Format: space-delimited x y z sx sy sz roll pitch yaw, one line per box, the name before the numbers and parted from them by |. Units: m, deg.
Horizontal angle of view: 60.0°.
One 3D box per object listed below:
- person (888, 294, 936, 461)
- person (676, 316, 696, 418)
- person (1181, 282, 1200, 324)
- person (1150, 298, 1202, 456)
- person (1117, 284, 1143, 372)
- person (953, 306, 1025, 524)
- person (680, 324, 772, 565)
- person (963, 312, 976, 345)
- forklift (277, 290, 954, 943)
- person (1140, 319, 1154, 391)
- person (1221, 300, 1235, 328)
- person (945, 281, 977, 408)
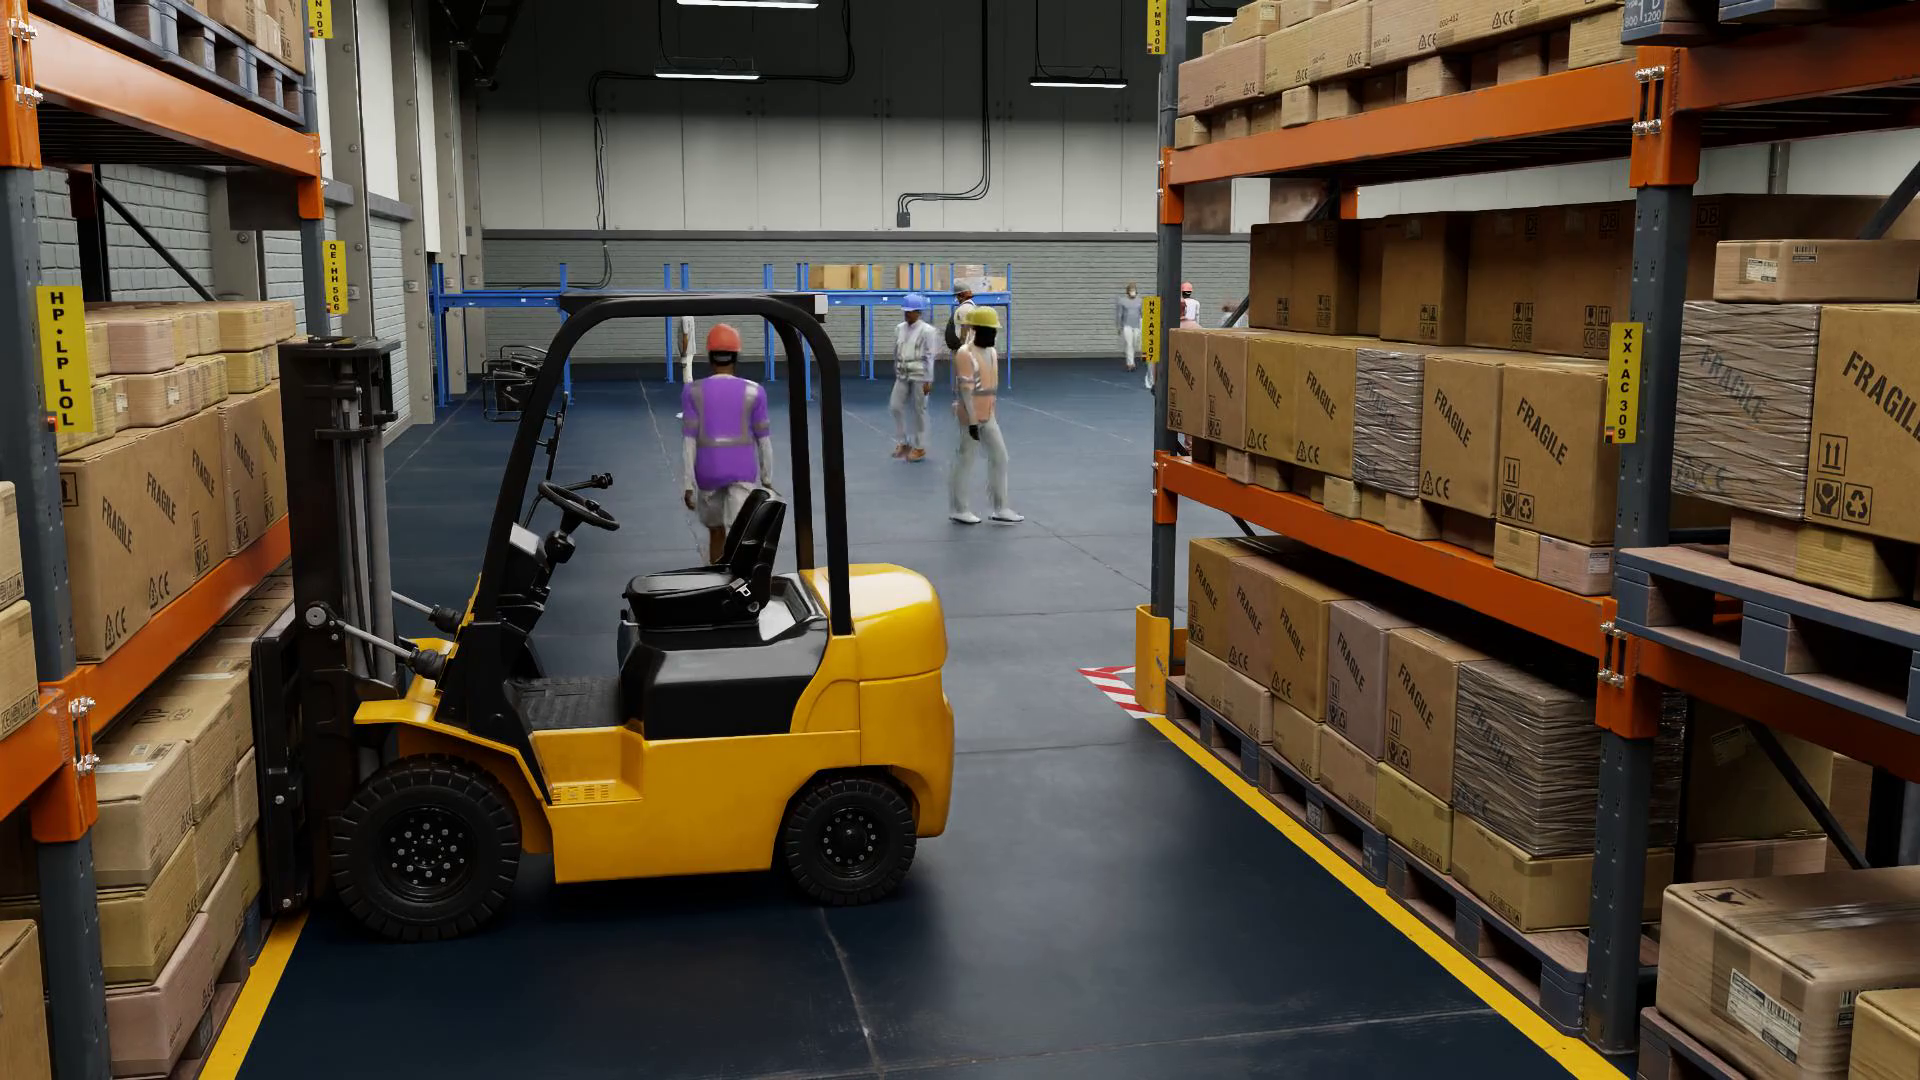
person | -0.581 -1.877 19.307 0.639 1.930 0.551 7 12 37
person | -4.122 -2.767 24.969 0.311 1.863 0.510 -1 9 -6
person | 4.576 -4.234 33.671 0.545 1.938 0.357 -4 10 -24
person | 2.496 -1.847 19.210 0.636 1.911 0.405 -3 10 -18
person | 3.722 -4.591 36.005 0.650 1.890 1.029 -2 9 -11
person | 0.235 -1.072 14.487 0.780 1.896 0.614 7 11 35
person | -1.479 -0.419 10.578 0.564 1.889 0.992 -1 9 -7
person | 0.231 -2.362 23.221 0.397 1.625 0.517 -5 10 -26
forklift | -1.179 0.175 6.143 2.313 2.155 1.214 -2 10 -12
person | 3.526 -3.562 30.572 0.503 1.614 0.673 -3 10 -16
person | 5.330 -3.890 32.567 0.739 1.608 0.526 4 10 25
person | 0.022 -3.135 26.787 0.536 2.000 0.676 1 9 8
